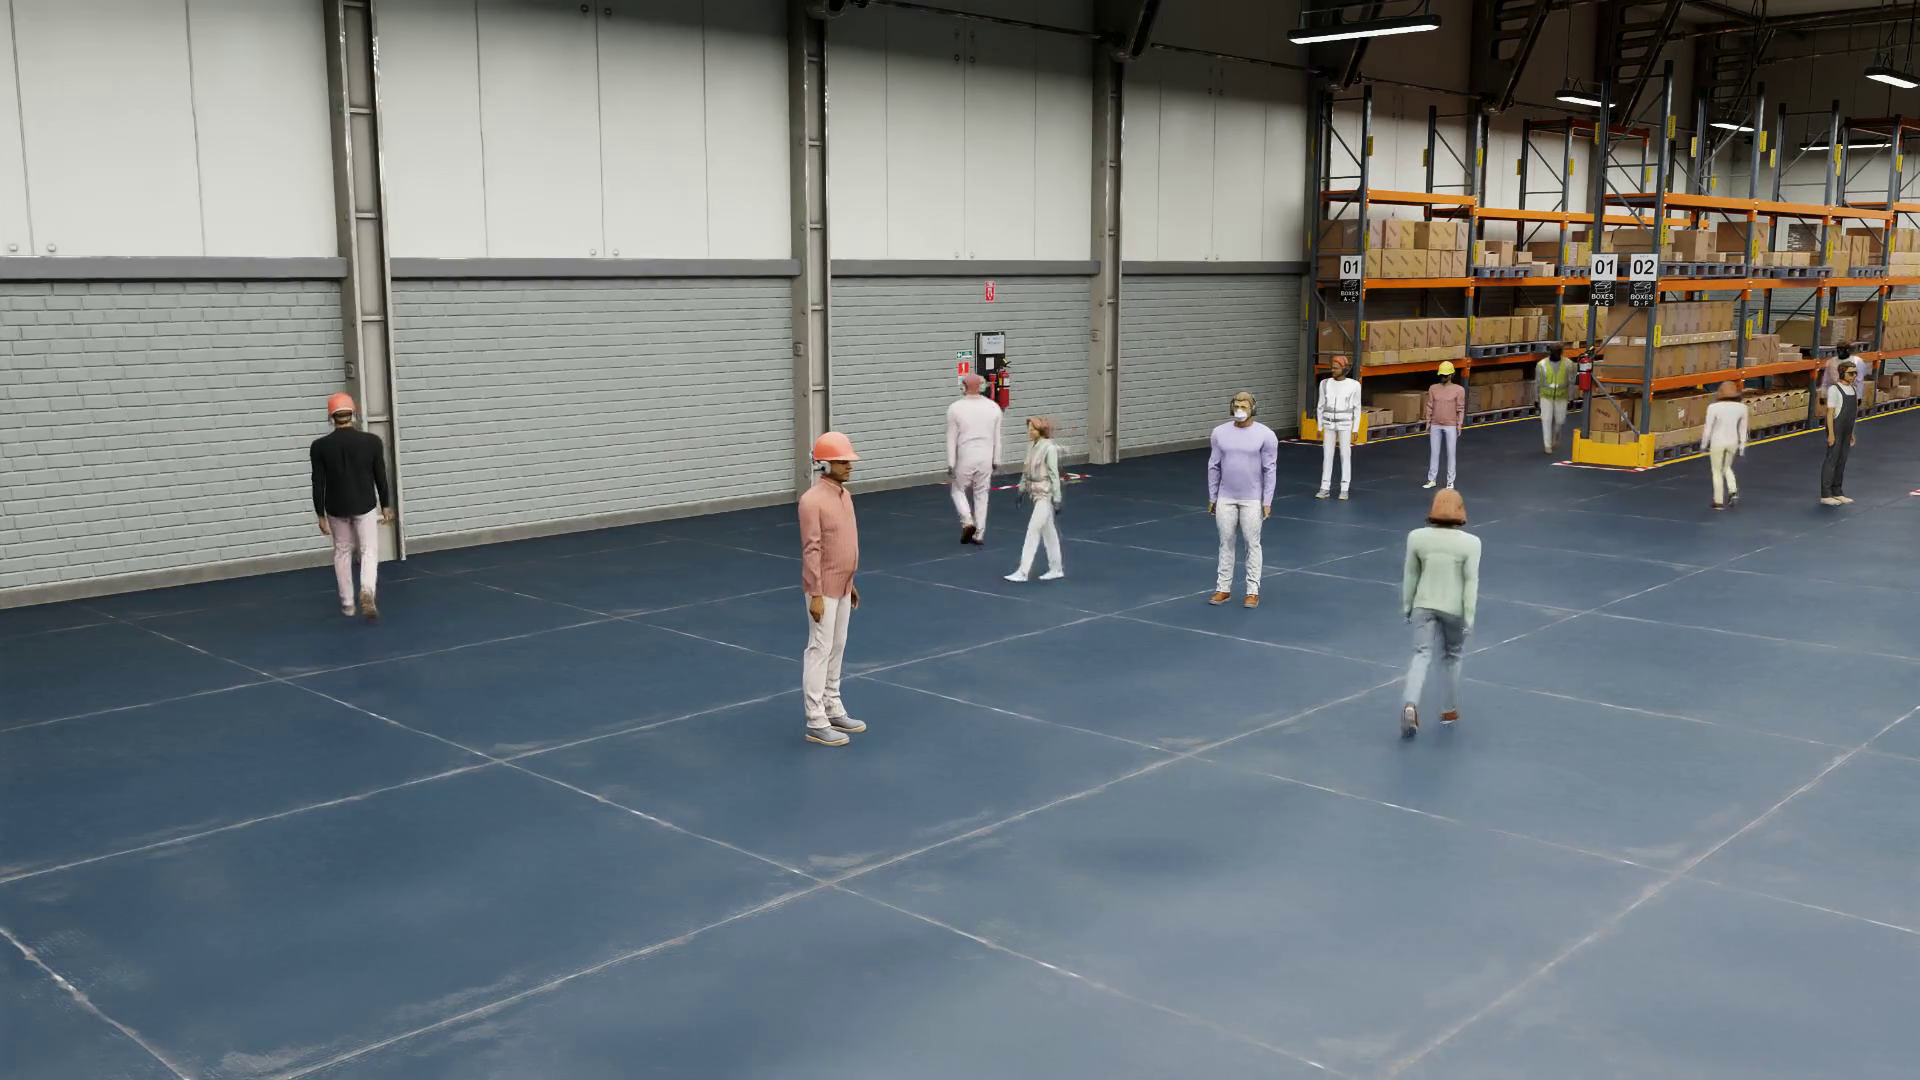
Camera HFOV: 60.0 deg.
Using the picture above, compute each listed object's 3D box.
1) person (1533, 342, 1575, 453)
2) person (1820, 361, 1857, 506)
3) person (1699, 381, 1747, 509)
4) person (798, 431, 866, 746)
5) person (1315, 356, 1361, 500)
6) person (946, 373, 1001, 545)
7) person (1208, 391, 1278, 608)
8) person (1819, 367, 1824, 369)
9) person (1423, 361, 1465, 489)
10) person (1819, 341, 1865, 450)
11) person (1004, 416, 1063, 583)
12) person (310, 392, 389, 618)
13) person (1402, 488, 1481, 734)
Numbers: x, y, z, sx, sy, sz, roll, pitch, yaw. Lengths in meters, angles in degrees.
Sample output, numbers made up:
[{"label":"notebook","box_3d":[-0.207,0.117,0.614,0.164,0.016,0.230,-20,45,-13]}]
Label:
[{"label":"person","box_3d":[9.729,-2.339,27.285,0.636,1.823,0.558,2,10,14]},{"label":"person","box_3d":[11.269,-1.366,21.272,0.512,1.845,0.340,-6,11,-32]},{"label":"person","box_3d":[9.561,-1.189,20.871,0.503,1.621,0.342,-1,9,-5]},{"label":"person","box_3d":[-0.818,0.299,10.668,0.378,1.996,0.611,3,10,19]},{"label":"person","box_3d":[4.953,-1.468,21.786,0.574,1.881,0.358,6,11,31]},{"label":"person","box_3d":[0.145,-0.869,18.110,0.657,1.896,0.460,-3,10,-19]},{"label":"person","box_3d":[2.508,-0.363,14.878,0.631,1.940,0.369,5,11,27]},{"label":"person","box_3d":[19.235,-3.972,37.044,0.573,1.883,0.355,9,13,44]},{"label":"person","box_3d":[6.610,-1.559,22.721,0.523,1.760,0.324,6,11,34]},{"label":"person","box_3d":[14.585,-2.387,27.559,0.465,1.823,0.652,-8,12,-39]},{"label":"person","box_3d":[0.691,-0.379,15.980,0.788,1.606,0.546,-4,10,-21]},{"label":"person","box_3d":[-5.235,-0.283,14.299,0.626,1.969,0.769,-3,10,-18]},{"label":"person","box_3d":[3.114,0.463,10.872,0.506,1.608,0.750,6,11,32]}]
